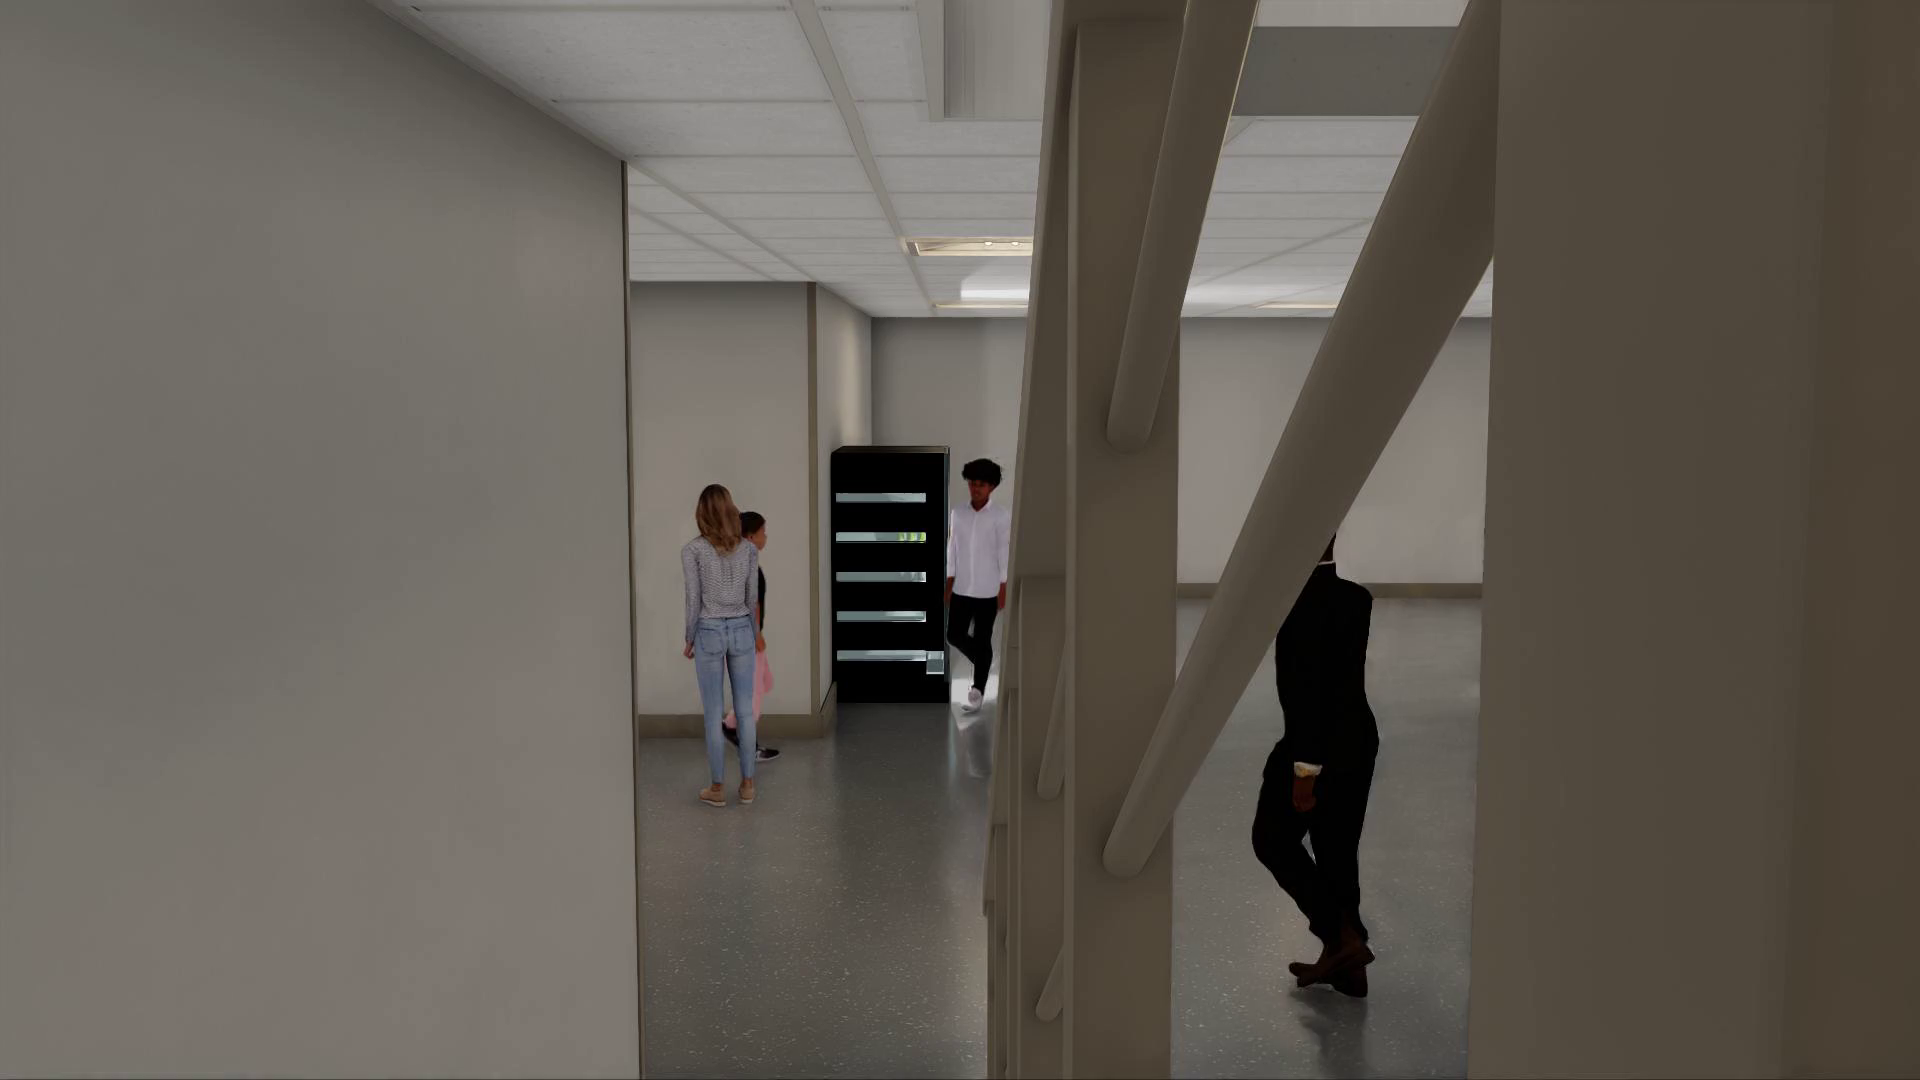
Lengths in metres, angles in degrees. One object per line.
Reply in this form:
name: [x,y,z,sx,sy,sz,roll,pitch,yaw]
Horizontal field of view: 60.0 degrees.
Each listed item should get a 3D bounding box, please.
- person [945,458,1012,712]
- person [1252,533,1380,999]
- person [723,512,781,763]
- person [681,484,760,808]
person: [0.148,0.308,11.967,0.849,1.798,0.961,3,6,25]
person: [1.462,0.832,6.334,0.986,1.882,0.913,5,8,43]
person: [-1.376,0.606,10.238,0.696,1.550,0.656,-2,6,-19]
person: [-1.318,0.580,9.275,0.652,1.795,0.625,-2,6,-22]
